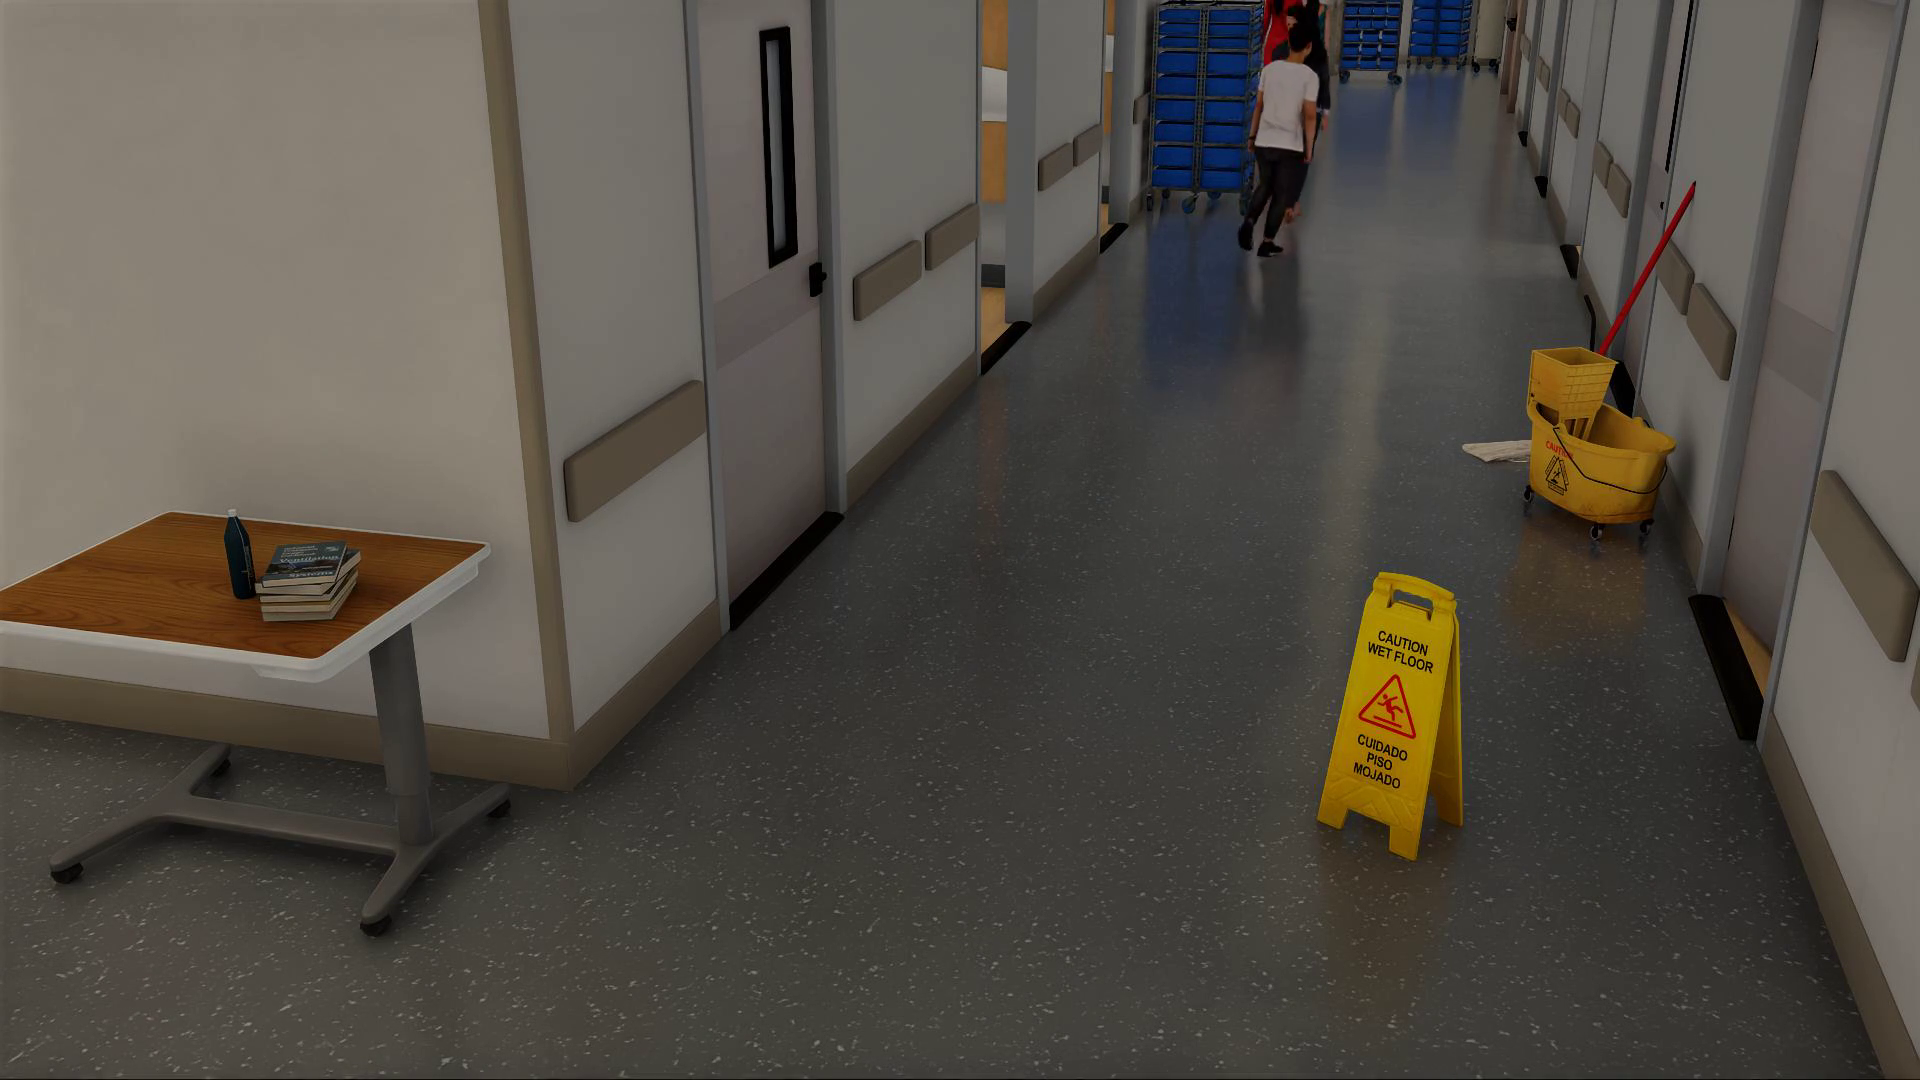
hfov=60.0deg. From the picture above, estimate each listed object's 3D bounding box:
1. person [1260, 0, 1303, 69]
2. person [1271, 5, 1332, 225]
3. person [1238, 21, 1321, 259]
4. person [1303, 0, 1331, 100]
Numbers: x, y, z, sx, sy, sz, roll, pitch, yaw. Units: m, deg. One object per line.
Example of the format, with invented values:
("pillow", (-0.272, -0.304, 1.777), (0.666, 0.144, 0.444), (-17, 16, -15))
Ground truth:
("person", (3.907, -6.034, 20.408), (0.744, 1.756, 1.134), (2, 21, 5))
("person", (2.785, -3.484, 13.742), (0.822, 1.709, 1.204), (0, 21, -1))
("person", (2.313, -2.916, 12.217), (0.840, 1.697, 0.911), (14, 25, 32))
("person", (4.294, -5.963, 20.317), (0.553, 1.687, 0.496), (4, 21, 11))
